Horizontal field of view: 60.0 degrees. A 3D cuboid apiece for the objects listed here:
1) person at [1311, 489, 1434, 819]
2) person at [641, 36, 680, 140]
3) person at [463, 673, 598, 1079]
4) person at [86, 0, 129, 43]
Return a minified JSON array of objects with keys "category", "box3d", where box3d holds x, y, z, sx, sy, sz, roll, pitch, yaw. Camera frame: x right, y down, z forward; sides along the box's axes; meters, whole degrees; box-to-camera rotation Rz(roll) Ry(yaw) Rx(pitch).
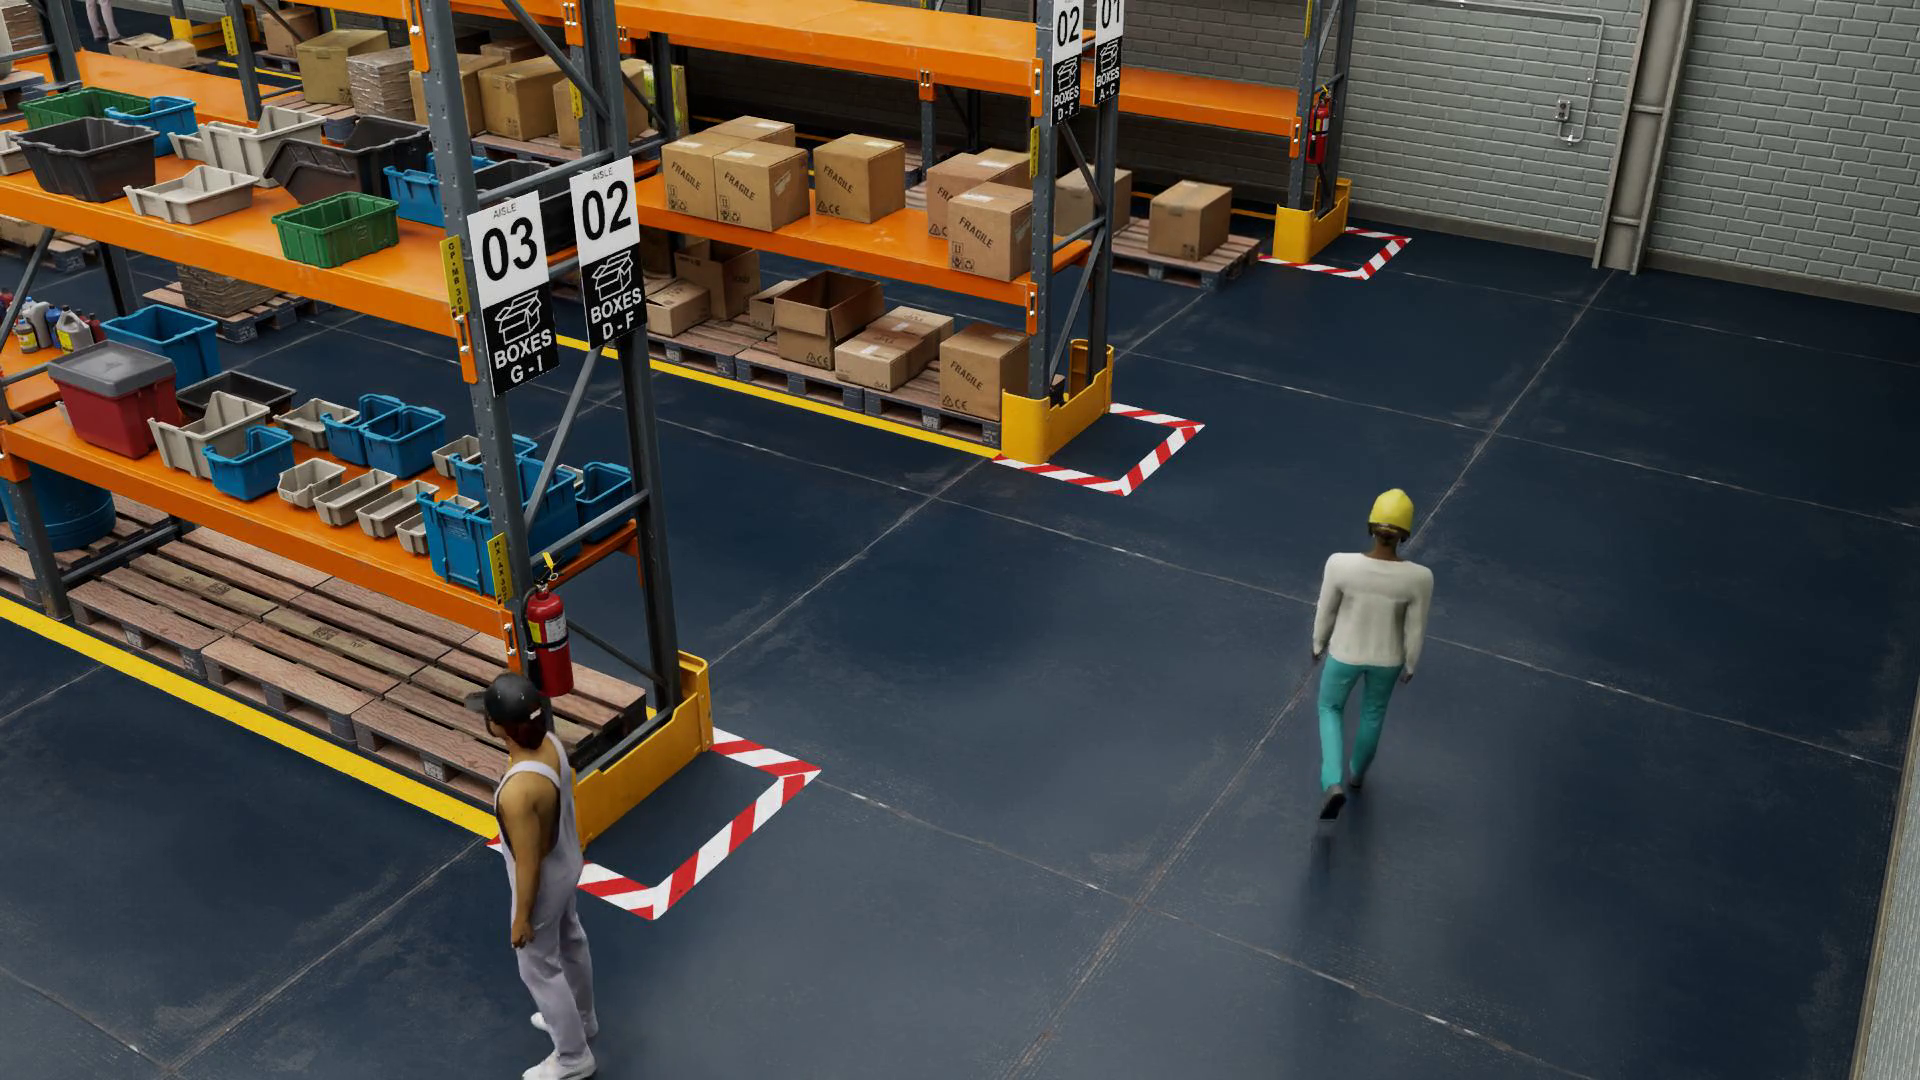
[{"category":"person","box3d":[1.978,0.569,8.082,0.528,1.746,0.645,5,29,8]},{"category":"person","box3d":[-3.045,-4.201,16.712,0.512,1.675,0.563,14,32,24]},{"category":"person","box3d":[-1.689,1.340,6.600,0.380,1.863,0.532,2,29,4]},{"category":"person","box3d":[-12.060,-7.848,23.100,0.568,1.839,0.373,7,30,13]}]
